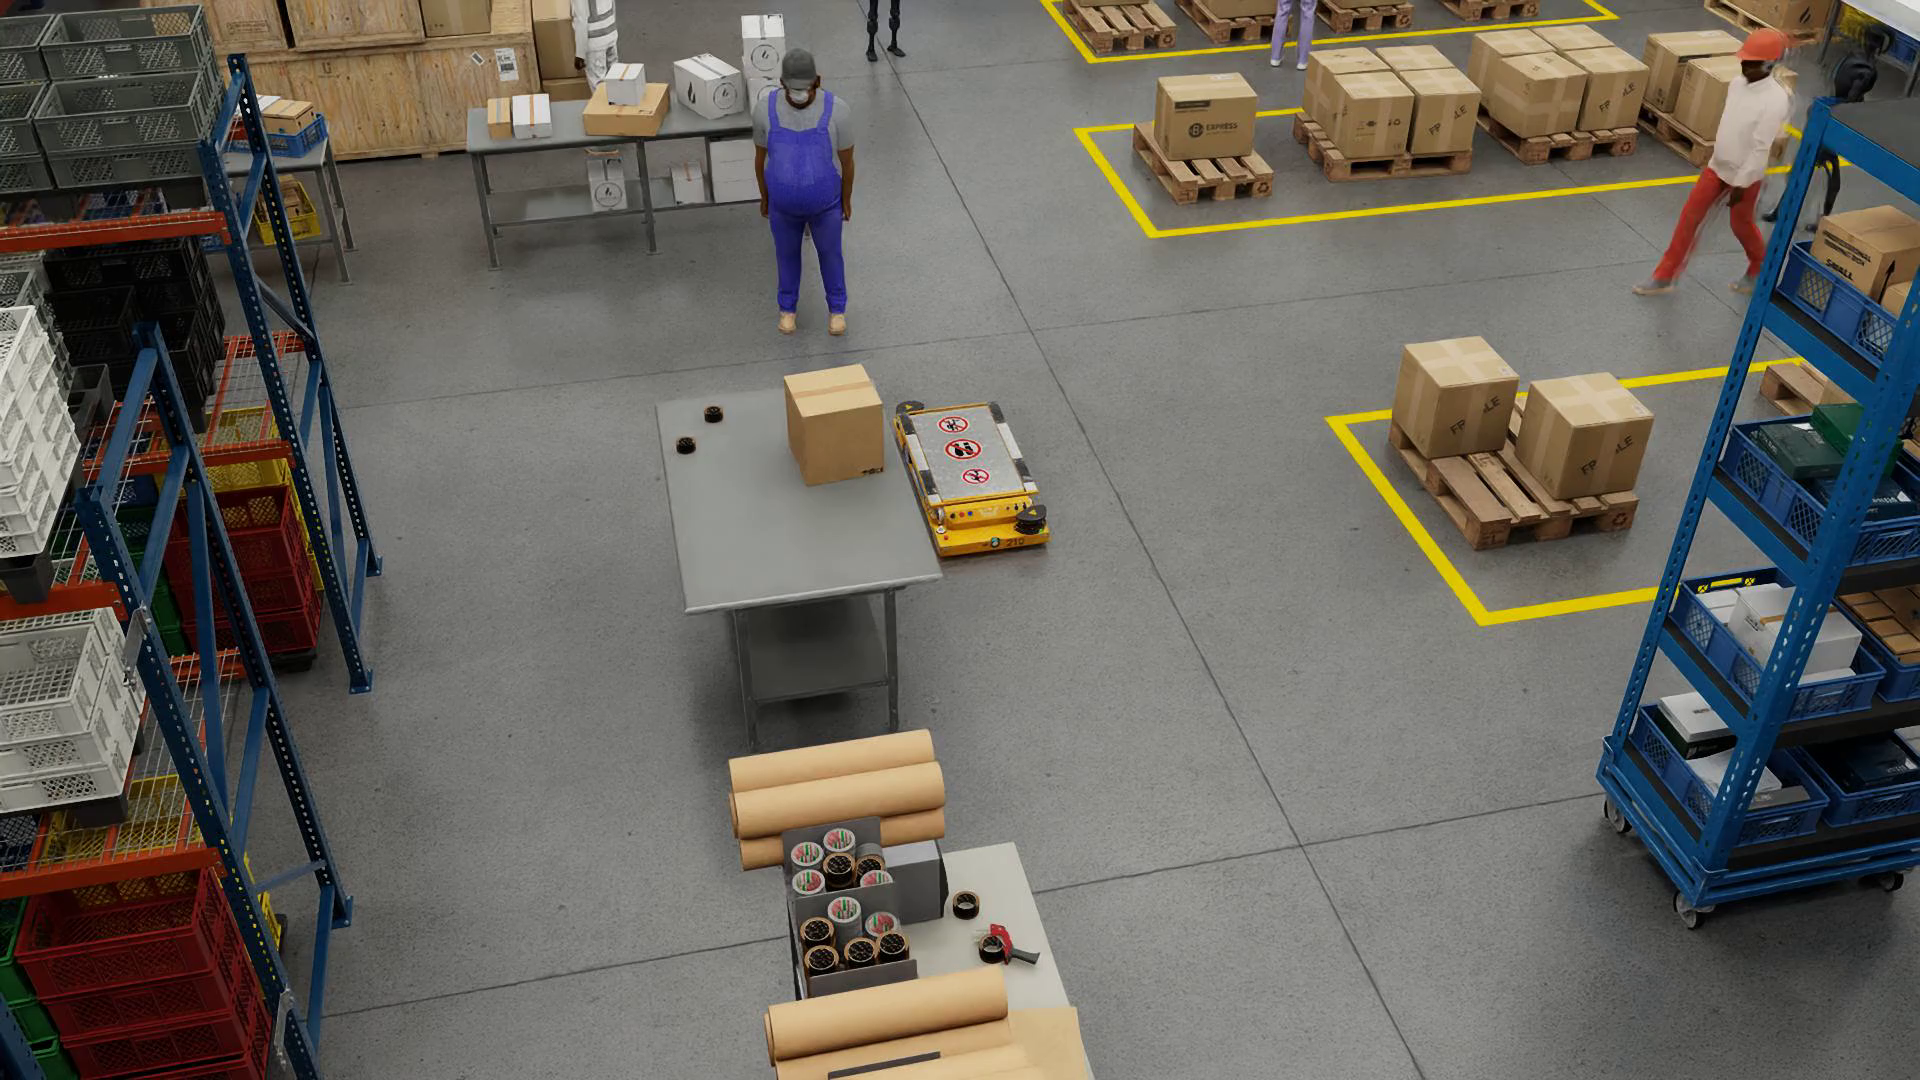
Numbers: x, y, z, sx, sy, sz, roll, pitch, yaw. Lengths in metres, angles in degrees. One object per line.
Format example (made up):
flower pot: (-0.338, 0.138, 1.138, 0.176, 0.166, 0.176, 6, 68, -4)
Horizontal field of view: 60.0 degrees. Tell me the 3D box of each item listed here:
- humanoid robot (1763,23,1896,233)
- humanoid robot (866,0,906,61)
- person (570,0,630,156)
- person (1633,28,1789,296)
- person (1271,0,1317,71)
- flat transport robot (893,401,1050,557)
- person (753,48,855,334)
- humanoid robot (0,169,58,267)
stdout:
humanoid robot: (6.623, -3.099, 12.559, 0.671, 1.625, 0.571, 11, 38, 15)
humanoid robot: (-0.696, -5.328, 15.523, 0.611, 1.657, 0.320, -16, 40, -20)
person: (-3.007, -4.111, 13.726, 0.357, 1.883, 0.572, 13, 39, 17)
person: (5.464, -2.617, 11.659, 0.994, 1.954, 0.603, -10, 38, -13)
person: (3.159, -5.302, 15.304, 0.579, 1.919, 0.397, 11, 38, 14)
flat transport robot: (0.046, -0.430, 10.108, 0.652, 0.197, 1.431, -8, 37, -10)
person: (-1.048, -2.329, 11.202, 0.679, 2.000, 0.536, 2, 37, 3)
humanoid robot: (-6.255, -2.016, 11.104, 0.746, 1.623, 0.589, -6, 37, -8)
